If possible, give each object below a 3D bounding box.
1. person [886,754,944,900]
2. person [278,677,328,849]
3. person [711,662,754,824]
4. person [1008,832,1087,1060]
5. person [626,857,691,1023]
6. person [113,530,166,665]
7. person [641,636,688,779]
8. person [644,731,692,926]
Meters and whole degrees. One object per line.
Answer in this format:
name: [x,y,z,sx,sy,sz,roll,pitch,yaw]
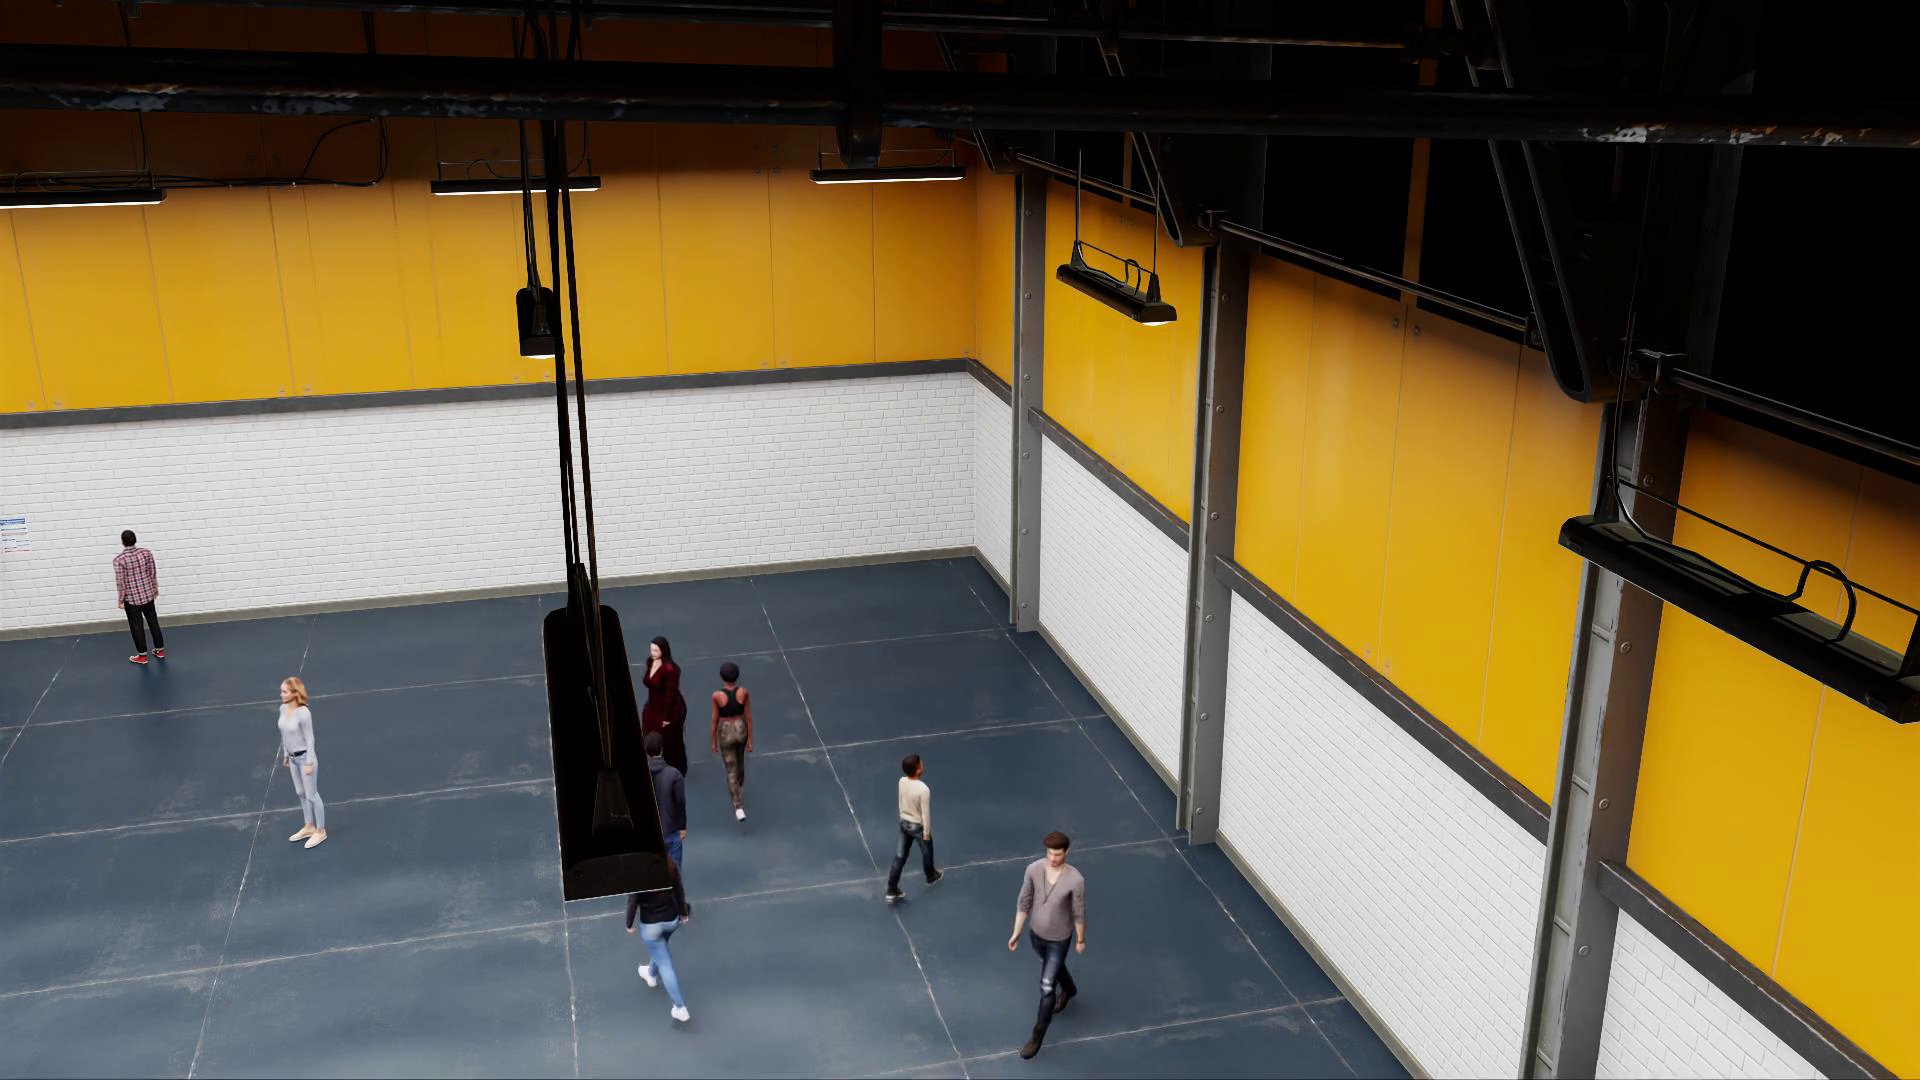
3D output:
person: [-0.489,2.720,15.633,0.981,1.439,1.001,13,22,33]
person: [-6.581,2.198,16.624,0.643,1.796,0.724,13,23,34]
person: [-2.321,2.106,17.110,0.600,1.659,1.163,-5,19,-16]
person: [0.791,3.188,13.589,1.248,1.856,1.255,13,22,33]
person: [-2.468,3.248,13.848,0.957,1.577,1.244,-14,23,-35]
person: [-10.439,0.699,21.129,0.820,1.760,0.781,13,22,33]
person: [-3.085,1.813,17.860,0.794,1.735,0.866,15,24,38]
person: [-2.747,2.638,15.163,0.737,1.893,0.687,1,19,2]
